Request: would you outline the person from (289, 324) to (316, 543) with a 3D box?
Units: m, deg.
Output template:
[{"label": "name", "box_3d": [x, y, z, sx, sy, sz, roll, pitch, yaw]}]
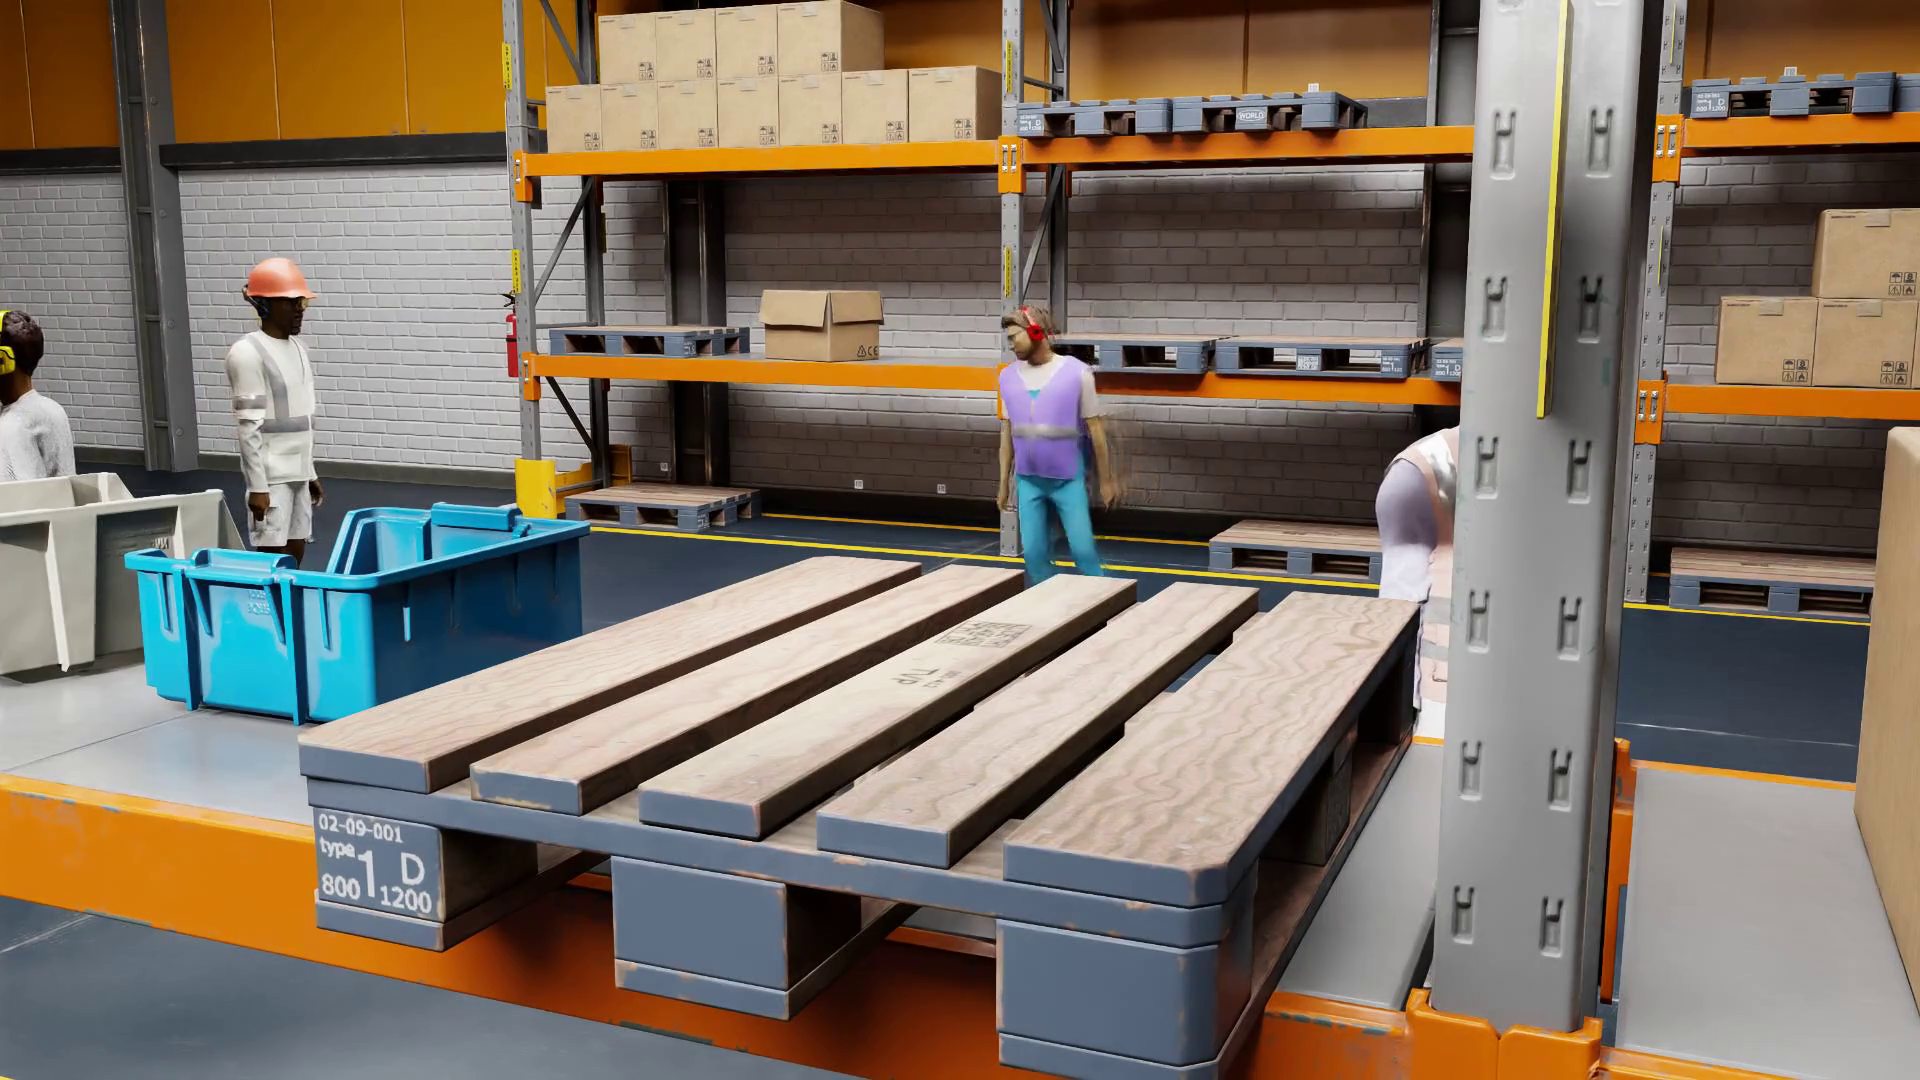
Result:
[{"label": "person", "box_3d": [-4.957, -0.856, 12.107, 0.676, 1.740, 0.524, 5, 11, 29]}]

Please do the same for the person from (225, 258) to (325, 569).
[{"label": "person", "box_3d": [-3.247, -0.327, 8.026, 0.397, 2.043, 0.609, 1, 10, 4]}]

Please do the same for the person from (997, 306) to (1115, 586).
[{"label": "person", "box_3d": [0.546, -0.299, 8.585, 0.772, 1.800, 0.403, 6, 11, 31]}]

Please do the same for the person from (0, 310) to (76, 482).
[{"label": "person", "box_3d": [-3.189, 0.141, 5.744, 0.310, 1.868, 0.533, -3, 10, -19]}]

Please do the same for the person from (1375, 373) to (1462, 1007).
[{"label": "person", "box_3d": [1.395, 0.382, 4.378, 0.633, 1.843, 0.429, -3, 10, -18]}]
